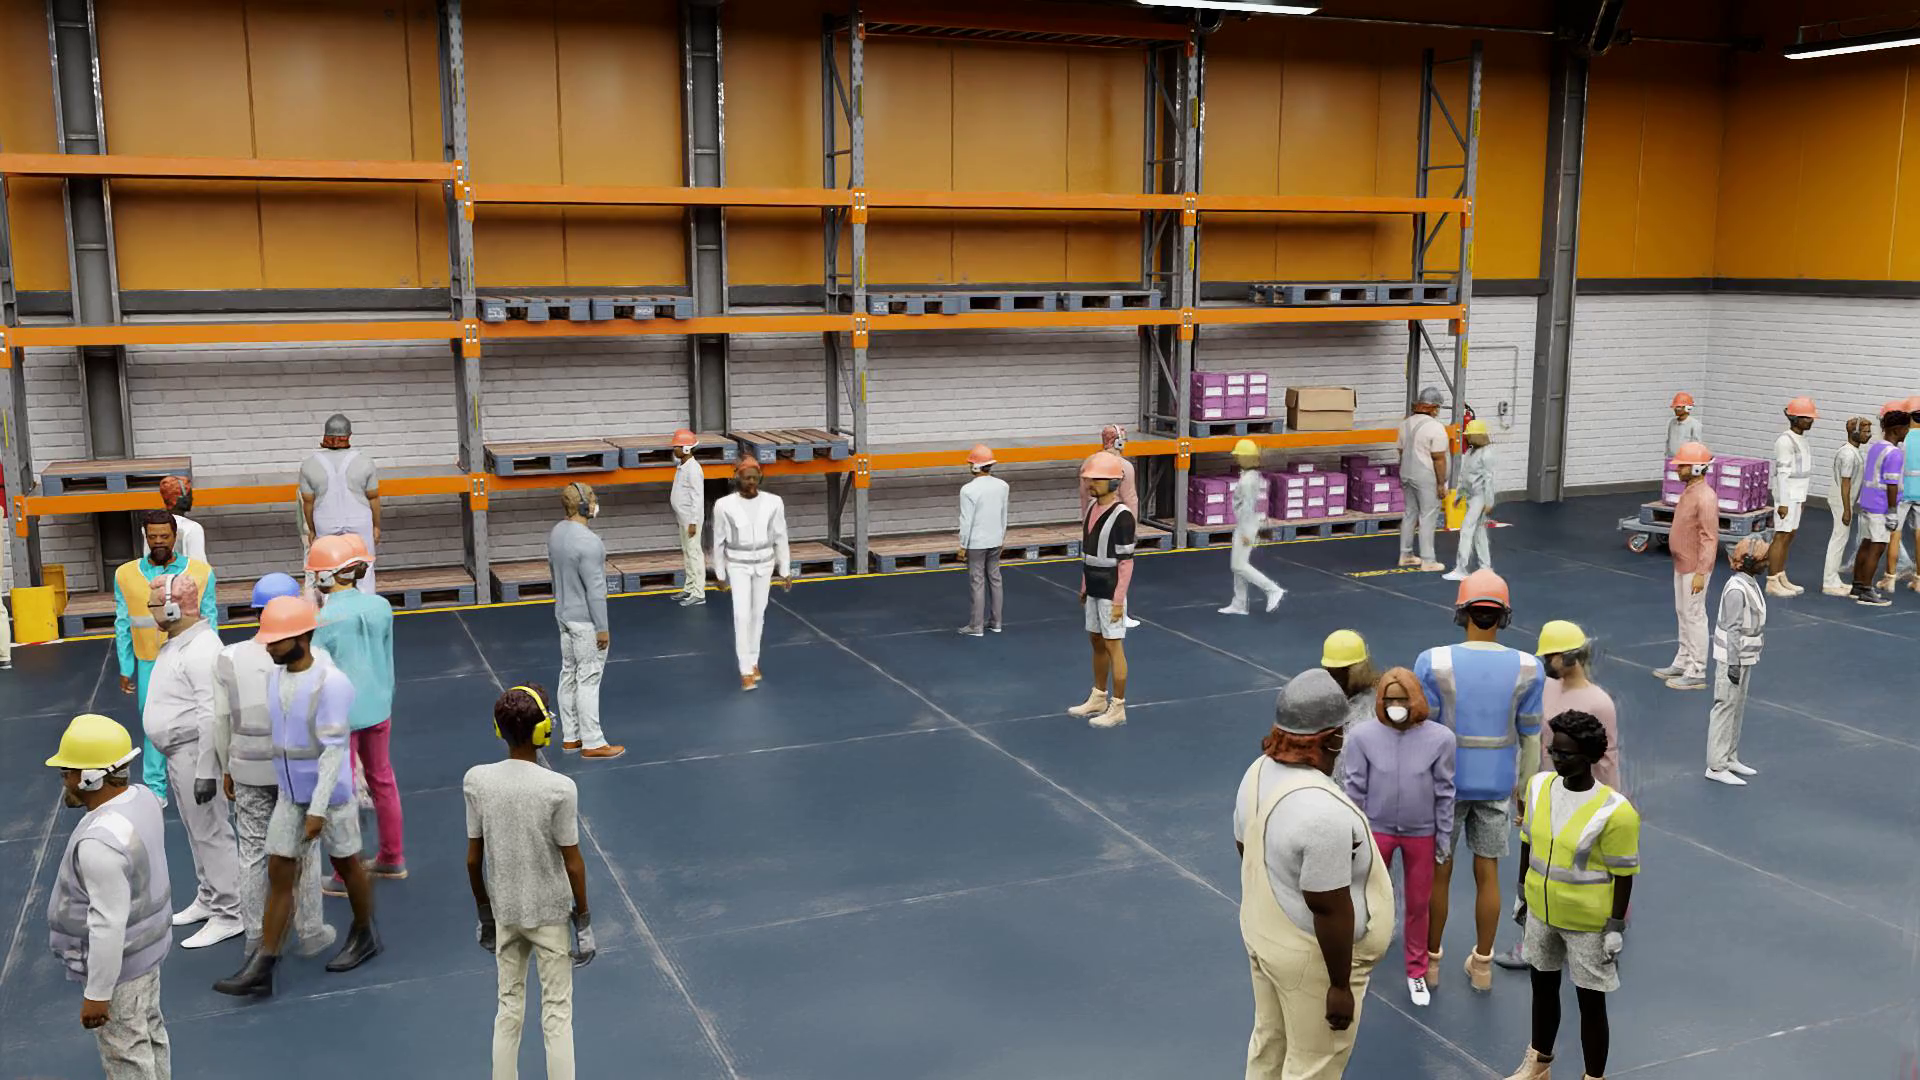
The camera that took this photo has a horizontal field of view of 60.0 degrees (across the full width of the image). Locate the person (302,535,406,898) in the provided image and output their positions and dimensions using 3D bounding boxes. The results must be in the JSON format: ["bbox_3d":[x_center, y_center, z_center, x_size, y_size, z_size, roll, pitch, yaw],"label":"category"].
[{"bbox_3d":[-3.341,0.954,9.084,0.407,1.986,0.618,5,11,28],"label":"person"}]

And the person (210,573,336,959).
[{"bbox_3d":[-3.364,1.126,8.252,0.617,1.933,0.423,-1,10,-6],"label":"person"}]

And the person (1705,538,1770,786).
[{"bbox_3d":[5.146,0.796,11.011,0.312,1.634,0.514,7,12,35],"label":"person"}]

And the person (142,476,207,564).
[{"bbox_3d":[-5.691,0.469,12.170,0.575,1.882,0.360,5,11,25],"label":"person"}]

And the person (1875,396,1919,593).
[{"bbox_3d":[9.764,-0.463,17.112,0.613,2.035,0.409,1,10,8],"label":"person"}]

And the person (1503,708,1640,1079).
[{"bbox_3d":[2.457,1.508,6.713,0.316,1.695,0.541,-6,11,-31],"label":"person"}]

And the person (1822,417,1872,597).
[{"bbox_3d":[9.061,-0.344,16.999,0.349,1.837,0.502,5,11,29],"label":"person"}]

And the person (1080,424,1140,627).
[{"bbox_3d":[1.428,-0.132,15.563,0.407,1.906,0.655,-8,13,-40],"label":"person"}]

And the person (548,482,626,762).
[{"bbox_3d":[-2.603,0.558,11.493,0.372,1.940,0.631,-8,13,-39],"label":"person"}]

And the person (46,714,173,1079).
[{"bbox_3d":[-3.137,1.536,6.164,0.404,1.833,0.590,-2,10,-14],"label":"person"}]

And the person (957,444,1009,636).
[{"bbox_3d":[0.199,-0.002,15.241,0.559,1.756,0.318,-9,13,-42],"label":"person"}]

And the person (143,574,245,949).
[{"bbox_3d":[-3.906,1.106,8.436,0.403,1.903,0.652,-7,12,-34],"label":"person"}]

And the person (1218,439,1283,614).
[{"bbox_3d":[2.799,-0.111,15.962,0.550,1.729,0.490,3,10,16],"label":"person"}]

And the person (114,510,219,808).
[{"bbox_3d":[-4.927,0.762,10.374,0.593,1.920,0.391,-3,10,-16],"label":"person"}]

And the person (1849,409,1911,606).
[{"bbox_3d":[9.202,-0.330,16.590,0.395,1.953,0.619,2,10,12],"label":"person"}]

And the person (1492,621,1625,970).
[{"bbox_3d":[3.040,1.241,8.255,0.907,1.703,0.523,-3,10,-15],"label":"person"}]

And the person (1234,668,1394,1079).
[{"bbox_3d":[1.290,1.459,6.008,0.537,2.000,0.680,-3,10,-15],"label":"person"}]

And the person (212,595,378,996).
[{"bbox_3d":[-3.138,1.207,7.847,0.549,1.897,0.872,4,11,24],"label":"person"}]

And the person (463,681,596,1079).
[{"bbox_3d":[-1.654,1.466,6.461,0.513,1.872,0.328,3,10,15],"label":"person"}]

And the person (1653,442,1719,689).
[{"bbox_3d":[5.863,0.202,13.380,0.396,1.992,0.623,1,10,8],"label":"person"}]

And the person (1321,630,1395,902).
[{"bbox_3d":[1.905,1.259,8.090,0.500,1.716,0.763,6,12,33],"label":"person"}]

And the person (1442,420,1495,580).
[{"bbox_3d":[5.393,-0.414,17.715,0.735,1.723,0.500,-1,10,-8],"label":"person"}]

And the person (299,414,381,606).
[{"bbox_3d":[-5.649,-0.146,15.254,0.678,2.000,0.537,-2,10,-13],"label":"person"}]

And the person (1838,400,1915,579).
[{"bbox_3d":[9.919,-0.536,17.808,0.613,1.946,0.659,1,10,7],"label":"person"}]

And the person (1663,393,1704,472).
[{"bbox_3d":[9.015,-0.971,20.834,0.343,1.749,0.572,-3,10,-16],"label":"person"}]

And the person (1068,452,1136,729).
[{"bbox_3d":[1.052,0.366,12.287,0.372,2.048,0.605,-4,11,-22],"label":"person"}]

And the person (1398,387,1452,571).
[{"bbox_3d":[5.163,-0.689,18.383,0.537,2.000,0.695,-4,11,-21],"label":"person"}]

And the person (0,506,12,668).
[{"bbox_3d":[-8.142,0.252,13.787,0.329,1.751,0.568,0,10,1],"label":"person"}]

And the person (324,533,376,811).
[{"bbox_3d":[-3.811,0.825,10.486,0.325,1.752,0.563,-3,10,-15],"label":"person"}]

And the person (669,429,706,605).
[{"bbox_3d":[-2.724,-0.231,16.568,0.328,1.753,0.560,-4,11,-22],"label":"person"}]

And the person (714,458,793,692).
[{"bbox_3d":[-1.645,0.275,13.356,0.588,1.845,0.887,-4,10,-20],"label":"person"}]

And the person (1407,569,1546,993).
[{"bbox_3d":[2.418,1.144,7.881,0.611,2.028,0.409,0,10,2],"label":"person"}]

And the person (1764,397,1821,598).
[{"bbox_3d":[8.480,-0.436,16.920,0.383,2.041,0.616,8,13,40],"label":"person"}]

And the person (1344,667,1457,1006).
[{"bbox_3d":[2.032,1.372,7.727,0.505,1.622,0.319,2,10,14],"label":"person"}]
